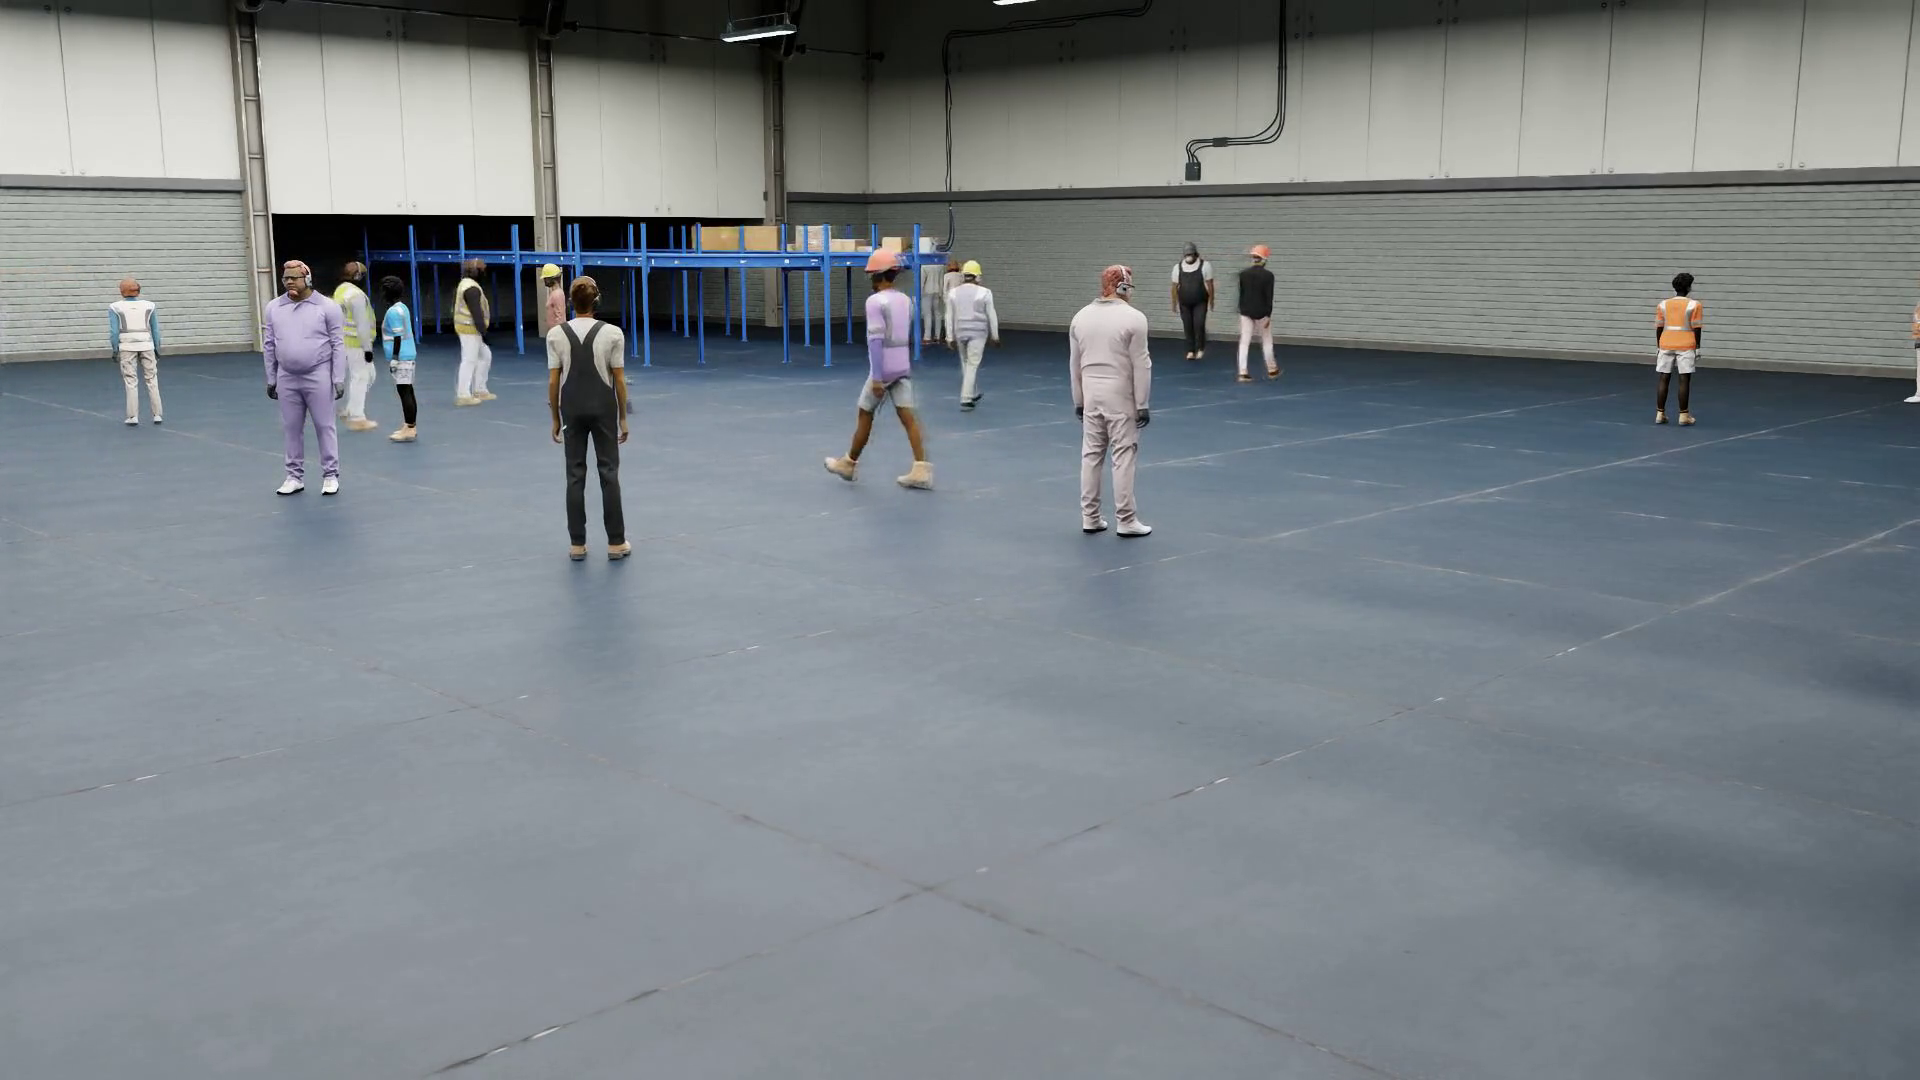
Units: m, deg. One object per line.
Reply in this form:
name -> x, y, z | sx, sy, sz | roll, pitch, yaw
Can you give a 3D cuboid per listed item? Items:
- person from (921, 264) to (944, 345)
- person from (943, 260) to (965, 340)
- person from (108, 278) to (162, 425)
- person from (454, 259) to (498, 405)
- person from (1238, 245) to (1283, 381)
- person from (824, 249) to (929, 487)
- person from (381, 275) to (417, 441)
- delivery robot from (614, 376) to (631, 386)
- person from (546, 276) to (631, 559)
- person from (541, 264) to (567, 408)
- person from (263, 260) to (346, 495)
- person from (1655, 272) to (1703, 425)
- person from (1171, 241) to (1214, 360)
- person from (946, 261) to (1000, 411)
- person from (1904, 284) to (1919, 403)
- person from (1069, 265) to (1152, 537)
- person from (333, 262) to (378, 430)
person -> -0.591, -4.764, 32.299 | 0.628, 1.935, 0.373 | -10, 14, -43
person -> -0.111, -4.823, 33.515 | 0.520, 1.606, 0.419 | -6, 12, -30
person -> -9.239, -2.112, 18.651 | 0.515, 1.636, 0.315 | -8, 13, -37
person -> -6.065, -2.613, 20.897 | 0.659, 1.816, 0.691 | -4, 11, -21
person -> 4.378, -3.313, 24.323 | 0.630, 1.946, 0.973 | 8, 13, 39
person -> -0.667, -1.454, 14.106 | 1.068, 1.980, 0.629 | 7, 12, 33
person -> -5.795, -1.879, 17.203 | 0.322, 1.699, 0.536 | -1, 10, -8
delivery robot -> -4.322, -1.974, 19.999 | 0.698, 0.223, 0.335 | -2, 11, -11
person -> -2.432, -0.797, 10.905 | 0.507, 1.846, 0.351 | 0, 10, -2
person -> -4.988, -2.520, 20.542 | 0.327, 1.760, 0.523 | -3, 11, -15
person -> -5.362, -1.320, 13.594 | 0.653, 1.906, 0.405 | 0, 10, 0
person -> 8.067, -2.149, 18.682 | 0.319, 1.698, 0.532 | -9, 14, -42
person -> 3.950, -4.077, 28.374 | 0.729, 2.000, 0.581 | 4, 11, 20
person -> 0.198, -2.504, 20.365 | 0.599, 1.788, 0.912 | 6, 12, 29
person -> 12.210, -2.554, 21.048 | 0.308, 1.640, 0.510 | 8, 13, 37
person -> 1.087, -0.982, 11.773 | 0.643, 1.901, 0.400 | 9, 14, 40
person -> -6.578, -2.120, 18.184 | 0.458, 1.823, 0.660 | -8, 13, -36
